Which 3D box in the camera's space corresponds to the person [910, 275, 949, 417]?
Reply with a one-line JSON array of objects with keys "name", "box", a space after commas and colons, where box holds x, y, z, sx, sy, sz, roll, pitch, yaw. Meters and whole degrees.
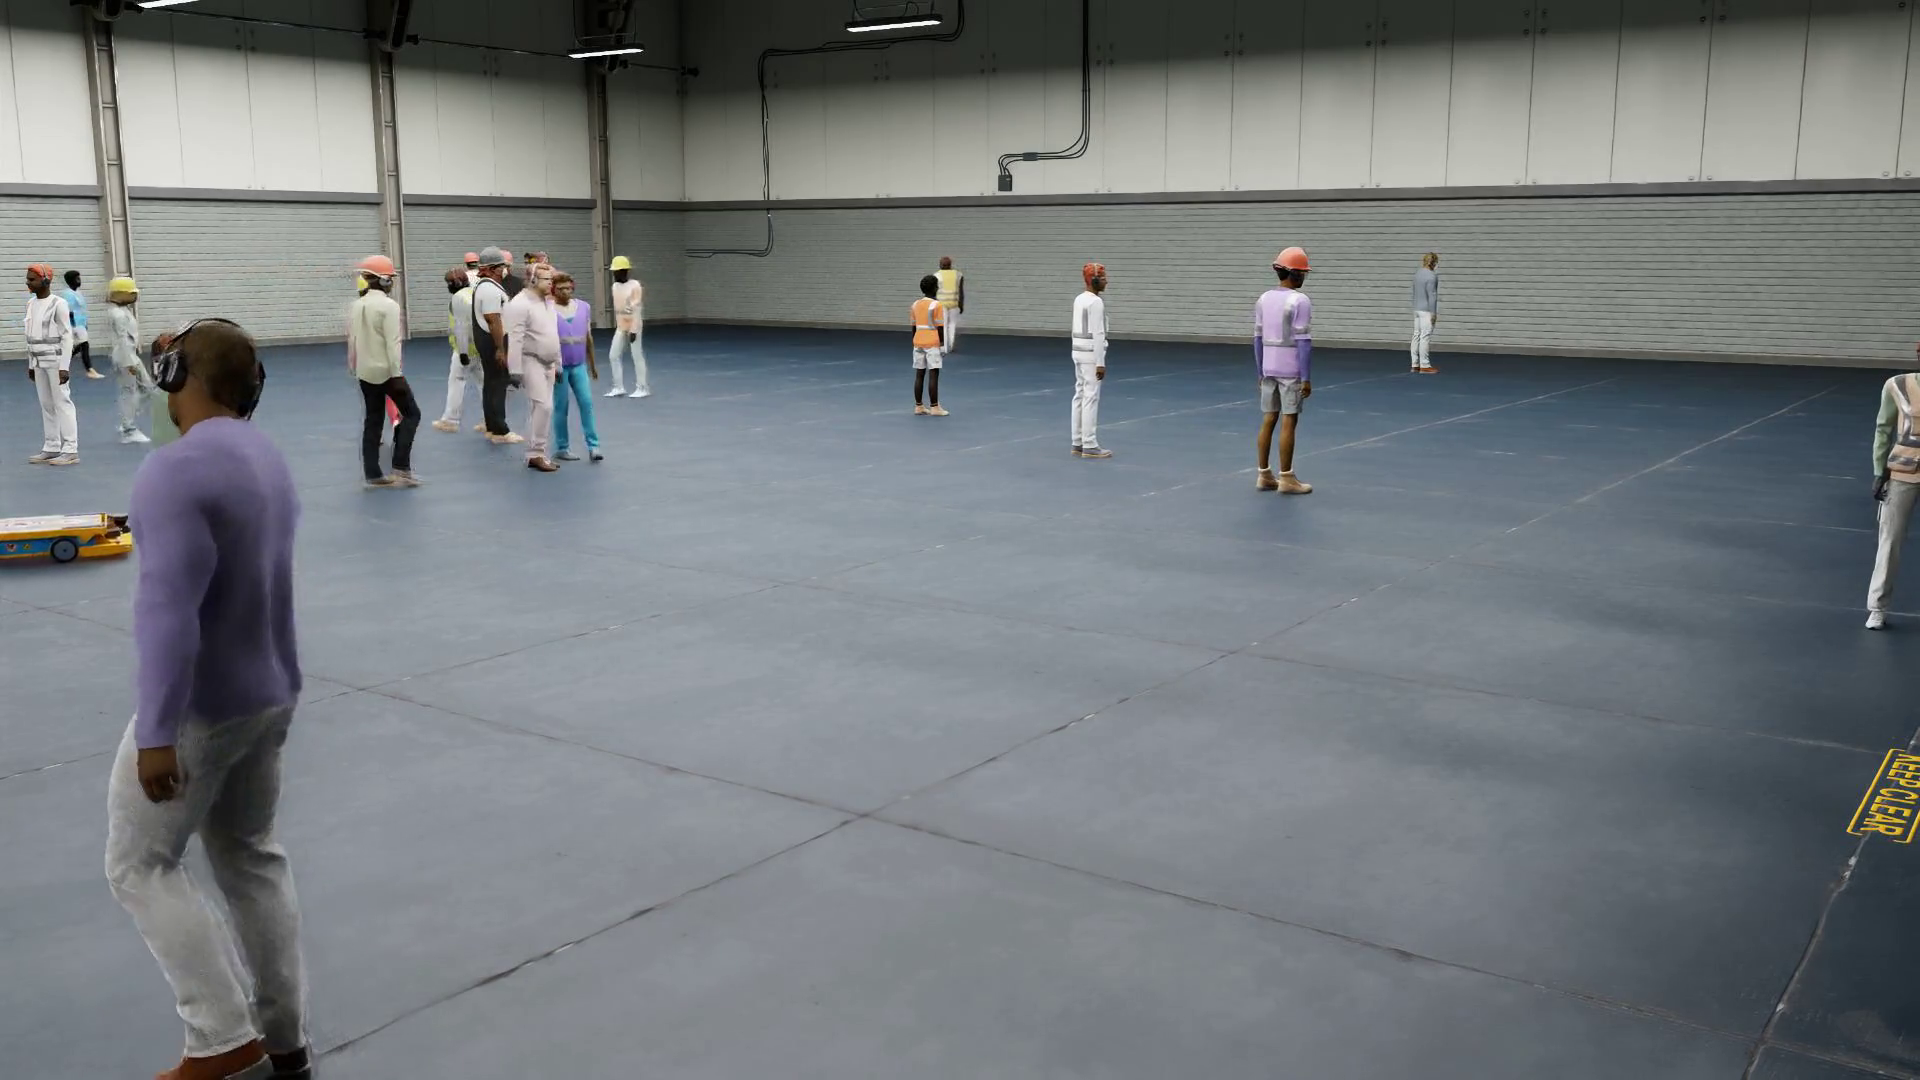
[{"name": "person", "box": [-0.374, -2.329, 19.996, 0.322, 1.697, 0.531, -10, 14, -43]}]

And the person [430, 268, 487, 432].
[{"name": "person", "box": [-5.487, -2.079, 18.324, 0.864, 1.792, 0.646, 2, 10, 12]}]

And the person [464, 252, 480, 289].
[{"name": "person", "box": [-8.678, -4.177, 29.725, 0.565, 1.916, 0.443, -7, 12, -33]}]

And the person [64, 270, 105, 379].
[{"name": "person", "box": [-13.537, -3.292, 25.435, 0.688, 1.676, 0.555, -3, 11, -18]}]

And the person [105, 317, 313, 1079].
[{"name": "person", "box": [-1.817, 0.420, 4.063, 0.422, 1.895, 0.733, 1, 10, 5]}]

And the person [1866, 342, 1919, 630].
[{"name": "person", "box": [5.145, -0.315, 8.871, 0.514, 1.642, 0.314, 5, 11, 24]}]

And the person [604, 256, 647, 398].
[{"name": "person", "box": [-4.496, -2.835, 22.256, 0.603, 1.900, 0.699, 8, 13, 37]}]

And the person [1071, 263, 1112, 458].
[{"name": "person", "box": [1.270, -1.745, 16.209, 0.352, 1.881, 0.576, -3, 11, -17]}]

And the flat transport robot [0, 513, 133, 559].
[{"name": "flat transport robot", "box": [-6.260, -0.003, 10.963, 1.431, 0.197, 0.652, -5, 11, -26]}]

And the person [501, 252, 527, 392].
[{"name": "person", "box": [-6.293, -3.019, 23.148, 0.655, 1.942, 0.998, -3, 11, -18]}]

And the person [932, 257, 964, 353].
[{"name": "person", "box": [-0.287, -4.458, 31.603, 0.644, 1.813, 0.741, -3, 10, -14]}]

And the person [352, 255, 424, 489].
[{"name": "person", "box": [-4.855, -1.420, 14.137, 0.638, 1.968, 0.631, 7, 13, 36]}]

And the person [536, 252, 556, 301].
[{"name": "person", "box": [-8.547, -4.960, 34.158, 0.643, 1.905, 0.400, 1, 10, 5]}]

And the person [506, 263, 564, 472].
[{"name": "person", "box": [-3.797, -1.571, 15.198, 0.570, 1.890, 0.686, 3, 11, 17]}]

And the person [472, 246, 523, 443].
[{"name": "person", "box": [-4.812, -2.039, 17.411, 0.537, 2.000, 0.682, -4, 11, -24]}]

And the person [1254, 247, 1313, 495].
[{"name": "person", "box": [2.716, -1.402, 13.833, 0.394, 2.042, 0.611, -6, 12, -29]}]

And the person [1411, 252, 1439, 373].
[{"name": "person", "box": [7.463, -3.638, 26.671, 0.374, 1.934, 0.627, -2, 10, -11]}]

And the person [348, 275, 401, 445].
[{"name": "person", "box": [-5.992, -1.839, 17.059, 0.551, 1.752, 0.393, -9, 14, -42]}]

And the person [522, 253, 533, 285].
[{"name": "person", "box": [-9.799, -5.602, 37.914, 0.536, 1.853, 0.456, 8, 13, 37]}]

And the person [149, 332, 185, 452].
[{"name": "person", "box": [-4.068, -0.290, 8.792, 0.517, 1.617, 0.394, 6, 12, 30]}]

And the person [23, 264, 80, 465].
[{"name": "person", "box": [-8.570, -1.645, 15.645, 0.573, 1.883, 0.355, 6, 12, 29]}]

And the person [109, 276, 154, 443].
[{"name": "person", "box": [-8.620, -1.867, 17.302, 0.365, 1.728, 0.518, -3, 11, -17]}]

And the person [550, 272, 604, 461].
[{"name": "person", "box": [-3.657, -1.618, 15.716, 0.668, 1.799, 0.789, -8, 13, -38]}]
